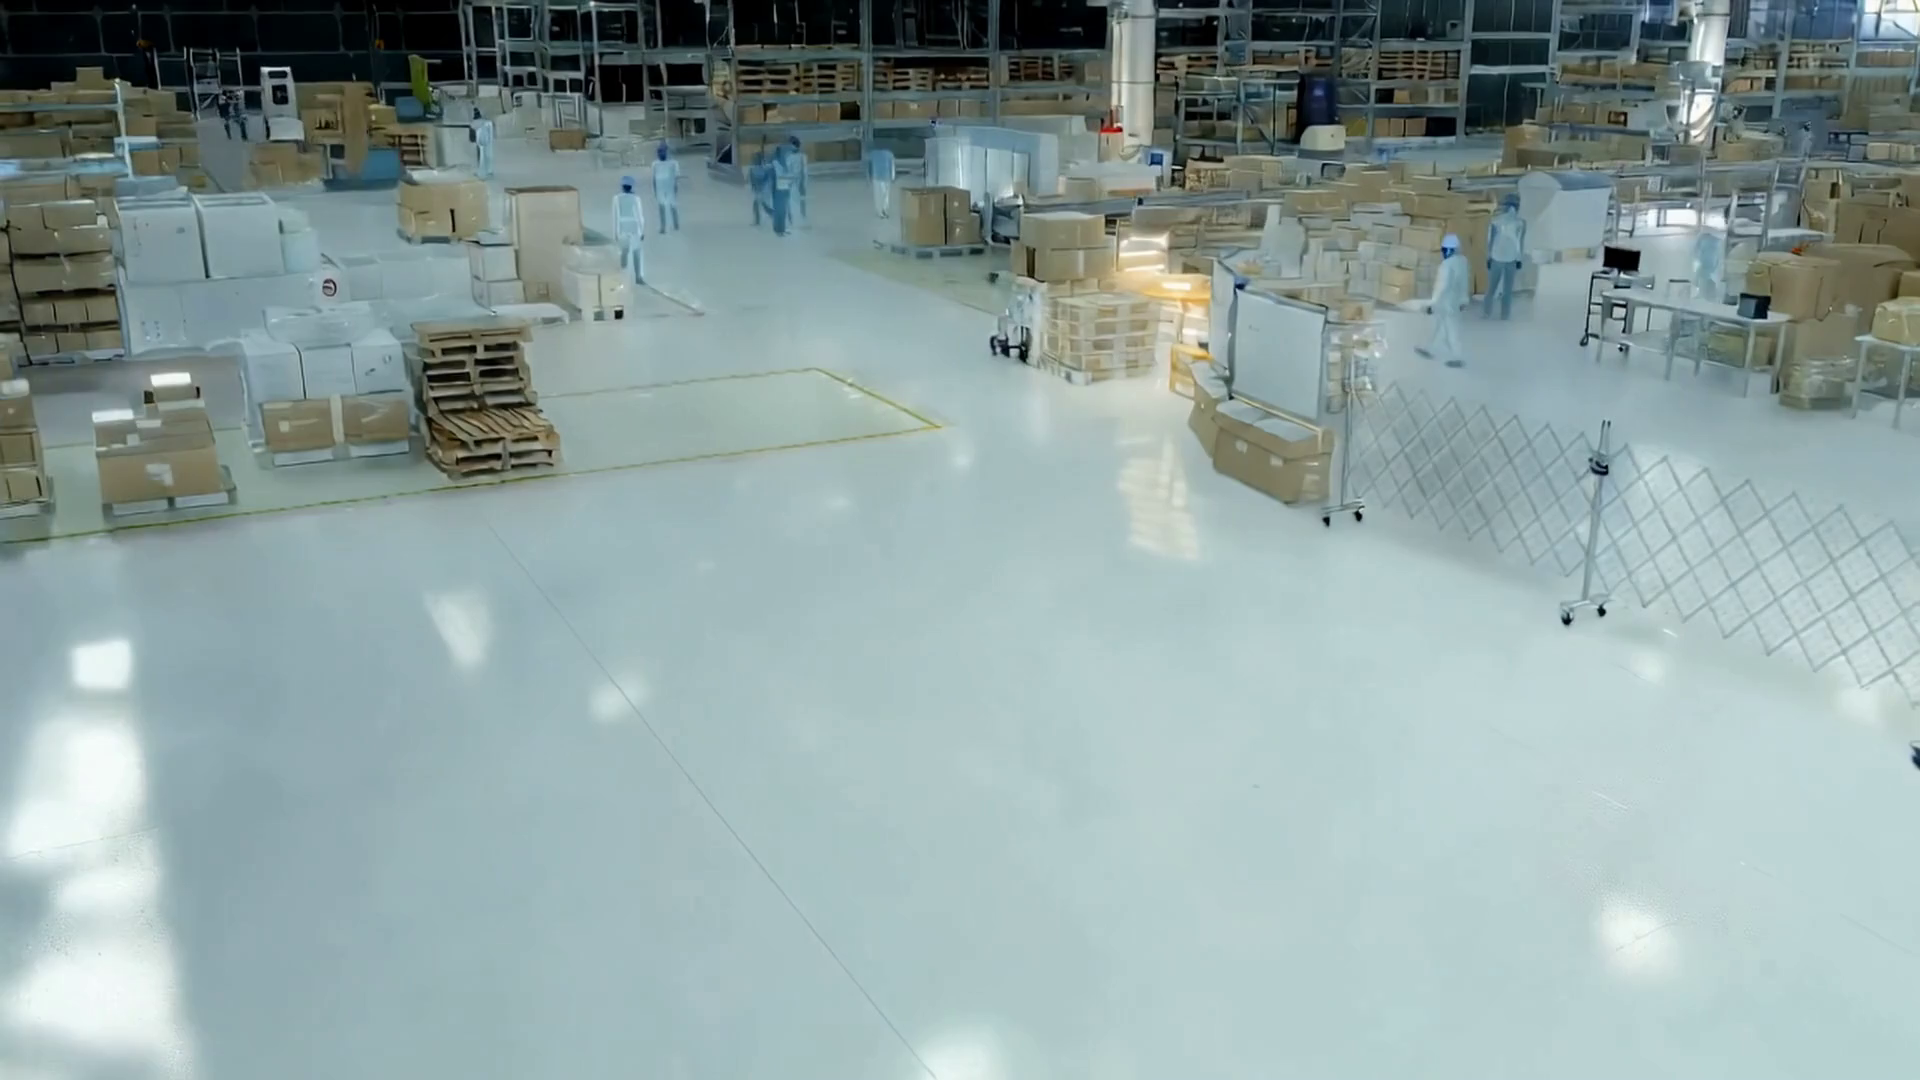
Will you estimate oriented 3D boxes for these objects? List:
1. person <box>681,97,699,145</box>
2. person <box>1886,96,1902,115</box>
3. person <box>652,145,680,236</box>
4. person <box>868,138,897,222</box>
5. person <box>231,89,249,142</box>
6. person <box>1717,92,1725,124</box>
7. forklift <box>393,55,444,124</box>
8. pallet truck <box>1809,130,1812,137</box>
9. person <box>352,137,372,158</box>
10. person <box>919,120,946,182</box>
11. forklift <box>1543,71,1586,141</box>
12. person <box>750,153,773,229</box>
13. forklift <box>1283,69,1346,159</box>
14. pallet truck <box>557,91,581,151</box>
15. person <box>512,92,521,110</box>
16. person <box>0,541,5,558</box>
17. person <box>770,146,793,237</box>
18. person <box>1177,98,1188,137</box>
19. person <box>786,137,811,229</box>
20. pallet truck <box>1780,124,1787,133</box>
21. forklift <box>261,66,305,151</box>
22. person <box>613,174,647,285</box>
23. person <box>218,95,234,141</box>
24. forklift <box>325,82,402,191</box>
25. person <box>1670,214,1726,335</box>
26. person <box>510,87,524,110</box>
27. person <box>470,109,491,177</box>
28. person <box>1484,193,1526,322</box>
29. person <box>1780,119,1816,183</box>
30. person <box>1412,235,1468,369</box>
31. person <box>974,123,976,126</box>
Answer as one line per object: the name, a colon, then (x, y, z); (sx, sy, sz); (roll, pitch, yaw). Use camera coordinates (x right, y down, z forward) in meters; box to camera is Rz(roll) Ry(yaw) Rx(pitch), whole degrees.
person: (-9.082, -13.813, 55.506); (0.632, 1.888, 1.026); (13, 22, 35)
person: (31.686, -14.105, 56.429); (0.742, 1.873, 0.633); (-7, 19, -21)
person: (-6.344, -7.601, 36.048); (0.607, 1.940, 0.860); (2, 18, 6)
person: (-1.774, -8.289, 38.271); (0.680, 1.889, 0.504); (2, 18, 8)
person: (-26.305, -15.527, 60.828); (0.555, 1.903, 0.962); (-15, 23, -38)
person: (27.984, -15.653, 61.435); (0.363, 1.751, 0.548); (-7, 19, -21)
forklift: (-22.923, -19.034, 70.174); (1.873, 2.768, 1.129); (-9, 20, -26)
pallet truck: (25.526, -11.556, 49.408); (1.630, 1.274, 0.653); (-9, 20, -26)
person: (-16.238, -10.402, 45.259); (0.515, 1.641, 0.314); (-6, 19, -19)
person: (-0.778, -10.909, 46.695); (0.865, 1.729, 0.525); (-3, 18, -9)
forklift: (18.685, -13.231, 52.085); (1.873, 2.768, 1.129); (-9, 20, -26)
person: (-4.391, -7.780, 37.042); (0.552, 1.668, 0.592); (16, 24, 41)
forklift: (11.615, -13.871, 54.079); (1.129, 2.768, 1.873); (-9, 20, -27)
pallet truck: (-13.495, -14.412, 57.188); (0.823, 1.965, 1.885); (-3, 18, -9)
person: (-17.148, -16.620, 64.697); (0.761, 1.614, 0.502); (-13, 22, -35)
person: (-8.661, -0.641, 14.386); (0.452, 1.907, 0.603); (6, 19, 19)
person: (-3.861, -7.505, 35.780); (0.392, 1.920, 0.587); (8, 20, 25)
person: (8.279, -15.762, 61.984); (0.507, 1.631, 0.266); (-10, 20, -28)
person: (-3.627, -7.905, 36.909); (0.630, 1.990, 1.051); (-8, 20, -25)
pallet truck: (25.206, -12.542, 52.601); (1.601, 1.201, 0.680); (0, 18, -2)
forklift: (-23.240, -14.778, 56.907); (1.129, 2.768, 1.873); (-9, 20, -26)
person: (-5.845, -5.489, 29.468); (0.550, 1.935, 0.376); (4, 18, 12)
person: (-27.162, -15.647, 61.594); (0.538, 1.653, 0.867); (-14, 23, -38)
forklift: (-16.190, -10.896, 44.803); (1.873, 2.768, 1.129); (-9, 20, -26)
person: (11.097, -3.897, 24.637); (1.015, 1.854, 0.638); (16, 23, 40)
person: (-17.690, -17.241, 66.489); (0.537, 1.697, 0.320); (-8, 20, -24)
person: (-13.877, -11.484, 48.154); (0.635, 1.937, 0.352); (4, 18, 13)
person: (8.572, -4.439, 26.140); (0.428, 1.982, 0.630); (-15, 23, -39)
person: (23.562, -10.888, 46.583); (0.615, 1.762, 0.967); (-13, 22, -36)
person: (6.617, -3.284, 22.826); (0.915, 1.785, 0.628); (17, 24, 42)
person: (0.303, -13.169, 53.335); (0.506, 1.980, 0.639); (-6, 19, -17)
